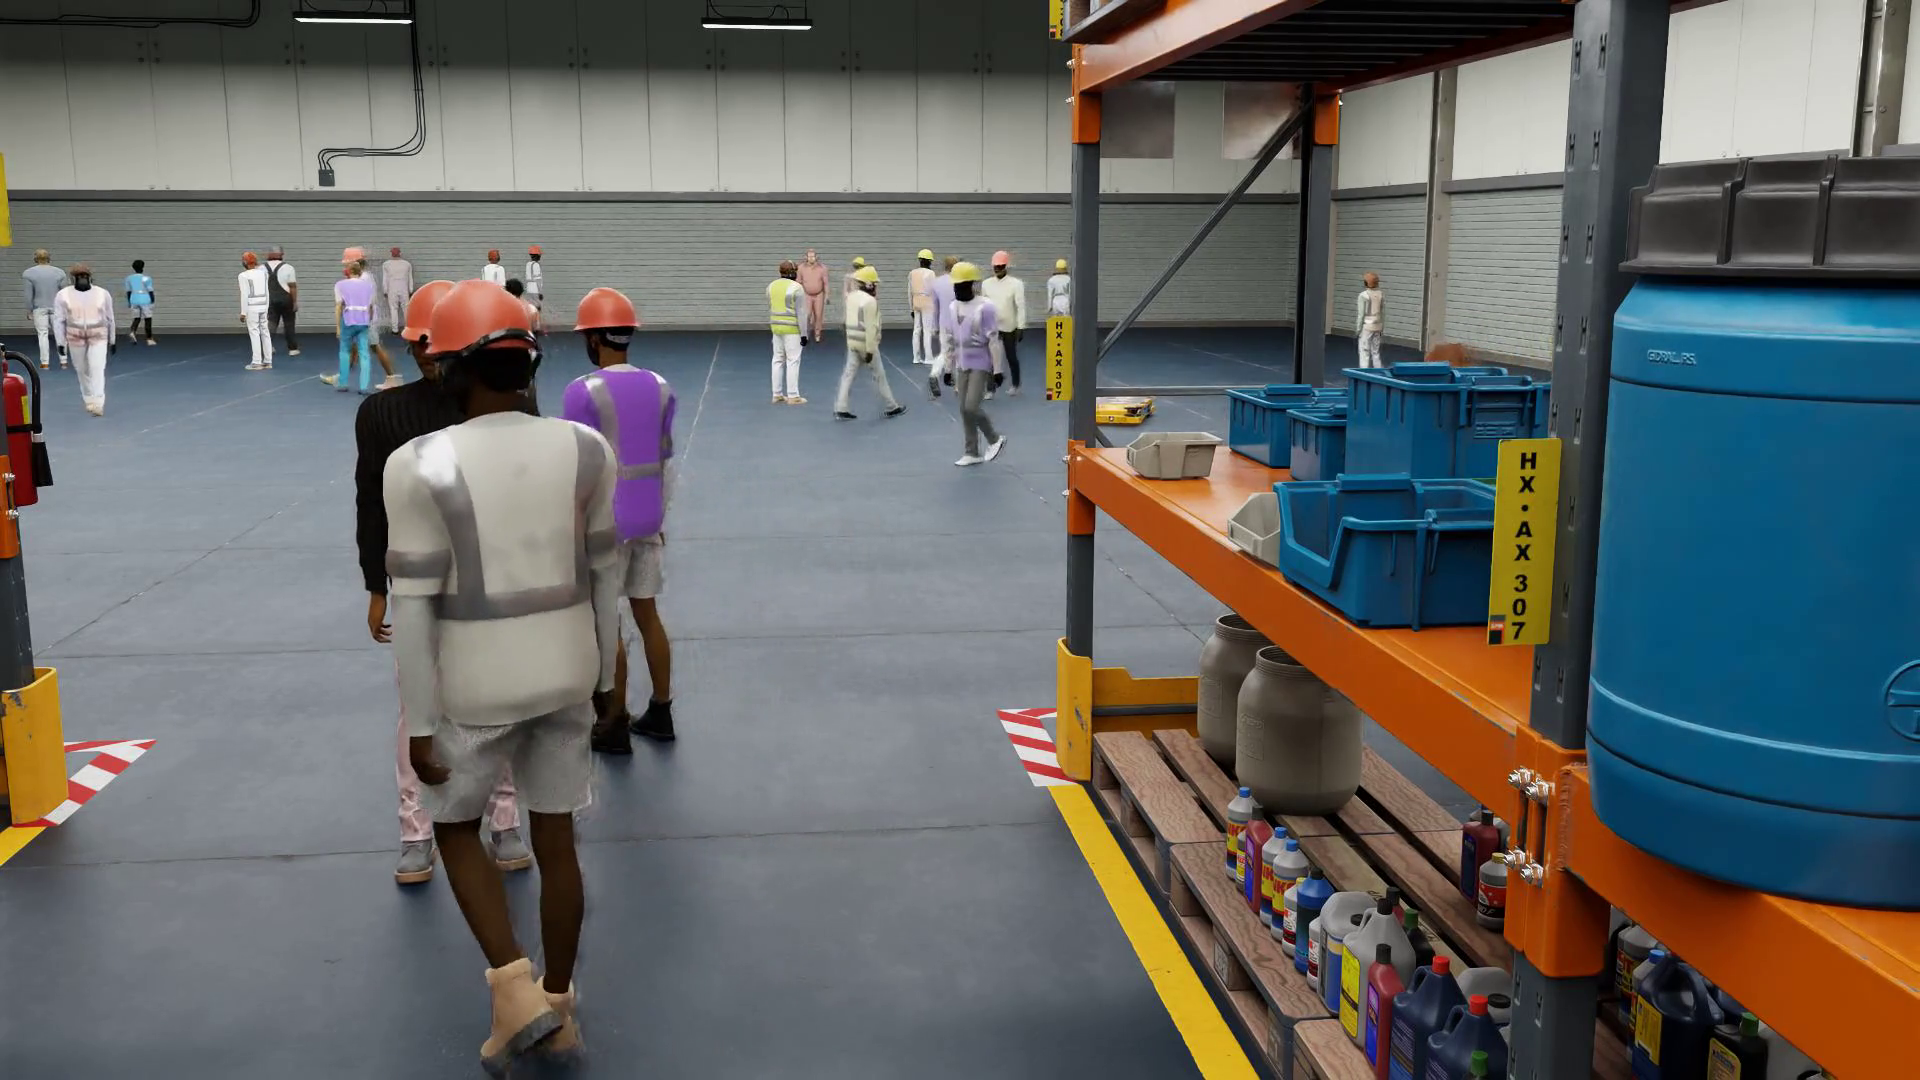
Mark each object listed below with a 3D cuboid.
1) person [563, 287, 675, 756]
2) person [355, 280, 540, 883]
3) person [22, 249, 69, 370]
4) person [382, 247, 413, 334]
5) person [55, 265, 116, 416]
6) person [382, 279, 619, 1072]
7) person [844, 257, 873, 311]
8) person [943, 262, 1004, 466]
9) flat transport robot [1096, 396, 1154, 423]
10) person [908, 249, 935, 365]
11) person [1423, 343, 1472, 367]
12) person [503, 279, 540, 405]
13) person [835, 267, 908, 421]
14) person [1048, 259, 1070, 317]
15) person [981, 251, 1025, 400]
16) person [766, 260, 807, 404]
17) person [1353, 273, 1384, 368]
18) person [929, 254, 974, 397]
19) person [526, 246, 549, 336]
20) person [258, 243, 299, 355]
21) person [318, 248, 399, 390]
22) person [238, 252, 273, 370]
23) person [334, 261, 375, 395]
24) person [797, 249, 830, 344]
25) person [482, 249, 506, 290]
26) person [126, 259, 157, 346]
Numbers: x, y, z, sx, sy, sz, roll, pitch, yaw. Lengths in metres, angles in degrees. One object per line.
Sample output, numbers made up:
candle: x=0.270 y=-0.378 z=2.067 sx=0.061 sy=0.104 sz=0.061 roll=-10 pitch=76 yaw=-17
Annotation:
person: x=-1.426 y=-0.074 z=6.906 sx=0.394 sy=1.927 sz=0.545 roll=7 pitch=12 yaw=33
person: x=-1.673 y=0.142 z=5.532 sx=0.612 sy=1.990 sz=0.392 roll=-3 pitch=11 yaw=-18
person: x=-14.700 y=-3.710 z=26.791 sx=0.636 sy=1.936 sz=0.355 roll=-8 pitch=13 yaw=-38
person: x=-12.365 y=-5.480 z=36.583 sx=0.652 sy=1.906 sz=0.403 roll=-6 pitch=12 yaw=-31
person: x=-10.539 y=-2.414 z=20.068 sx=0.634 sy=1.801 sz=0.964 roll=-5 pitch=11 yaw=-24
person: x=-1.137 y=0.365 z=4.225 sx=0.626 sy=2.029 sz=0.474 roll=-8 pitch=13 yaw=-37
person: x=-1.889 y=-4.497 z=31.608 sx=0.557 sy=1.740 sz=0.686 roll=5 pitch=11 yaw=25
person: x=0.104 y=-1.619 z=15.430 sx=0.499 sy=1.901 sz=0.653 roll=-9 pitch=14 yaw=-41
flat transport robot: x=1.866 y=-1.534 z=19.436 sx=0.652 sy=0.197 sz=1.431 roll=2 pitch=11 yaw=13
person: x=-0.601 y=-3.893 z=27.847 sx=0.585 sy=1.920 sz=0.382 roll=9 pitch=13 yaw=40
person: x=2.343 y=-0.184 z=8.347 sx=0.536 sy=1.604 sz=0.640 roll=-8 pitch=13 yaw=-38
person: x=-5.133 y=-2.207 z=19.352 sx=0.539 sy=1.645 sz=0.899 roll=-5 pitch=12 yaw=-27
person: x=-1.077 y=-2.279 z=19.371 sx=0.921 sy=1.784 sz=0.602 roll=-8 pitch=13 yaw=-36
person: x=1.859 y=-4.334 z=30.769 sx=0.497 sy=1.729 sz=0.554 roll=4 pitch=11 yaw=21
person: x=0.588 y=-2.853 z=22.054 sx=0.625 sy=1.958 sz=0.994 roll=4 pitch=11 yaw=19
person: x=-2.189 y=-2.657 z=21.310 sx=0.627 sy=1.836 sz=0.429 roll=8 pitch=13 yaw=38
person: x=5.793 y=-2.945 z=23.491 sx=0.552 sy=1.627 sz=0.384 roll=-8 pitch=13 yaw=-37
person: x=-0.123 y=-2.818 z=21.981 sx=0.637 sy=1.916 sz=0.811 roll=6 pitch=12 yaw=28
person: x=-9.148 y=-5.376 z=35.923 sx=0.356 sy=1.936 sz=0.551 roll=-8 pitch=13 yaw=-37
person: x=-12.226 y=-4.324 z=29.879 sx=0.689 sy=2.000 sz=0.723 roll=0 pitch=10 yaw=2
person: x=-8.330 y=-3.035 z=22.983 sx=1.071 sy=1.973 sz=0.620 roll=-4 pitch=11 yaw=-22
person: x=-11.373 y=-3.687 z=26.821 sx=0.362 sy=1.882 sz=0.575 roll=4 pitch=11 yaw=22
person: x=-8.260 y=-2.889 z=22.650 sx=0.589 sy=1.800 sz=0.839 roll=-8 pitch=13 yaw=-37
person: x=-2.936 y=-4.875 z=33.322 sx=0.667 sy=1.882 sz=0.654 roll=-1 pitch=10 yaw=-7
person: x=-9.003 y=-4.685 z=32.281 sx=0.584 sy=1.882 sz=0.345 roll=6 pitch=12 yaw=29
person: x=-16.033 y=-4.642 z=32.588 sx=0.540 sy=1.694 sz=0.460 roll=1 pitch=10 yaw=6
